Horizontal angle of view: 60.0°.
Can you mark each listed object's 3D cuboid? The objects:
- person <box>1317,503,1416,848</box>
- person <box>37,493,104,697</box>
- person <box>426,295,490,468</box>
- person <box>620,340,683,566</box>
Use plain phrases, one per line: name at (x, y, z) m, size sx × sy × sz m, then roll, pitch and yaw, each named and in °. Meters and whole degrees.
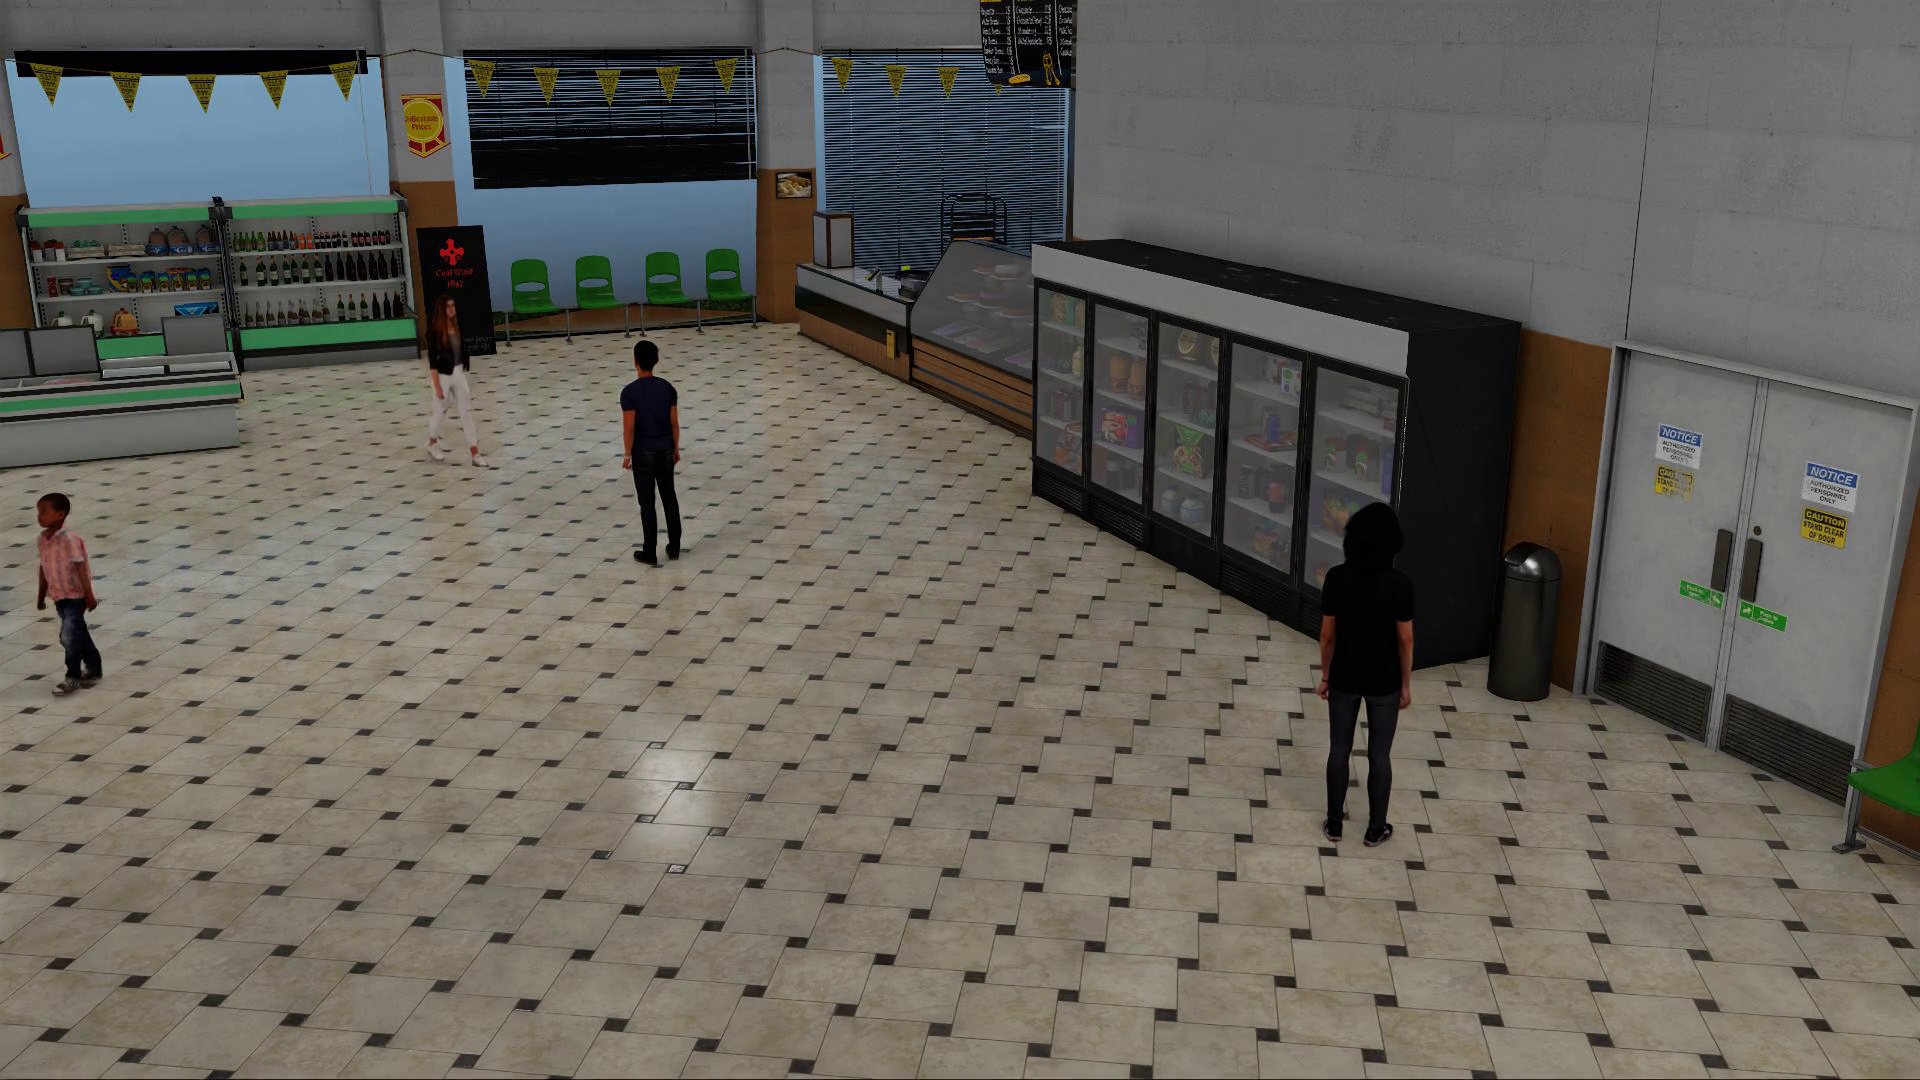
person at (2.083, 0.697, 8.573) m, size 0.703 × 1.831 × 0.751 m, roll 7°, pitch 18°, yaw 22°
person at (-5.693, 0.318, 10.741) m, size 0.713 × 1.296 × 0.782 m, roll 8°, pitch 19°, yaw 26°
person at (-5.030, -1.529, 16.195) m, size 0.953 × 1.662 × 1.148 m, roll 15°, pitch 22°, yaw 40°
person at (-2.443, -0.698, 13.231) m, size 0.528 × 1.793 × 0.747 m, roll -12°, pitch 20°, yaw -34°
